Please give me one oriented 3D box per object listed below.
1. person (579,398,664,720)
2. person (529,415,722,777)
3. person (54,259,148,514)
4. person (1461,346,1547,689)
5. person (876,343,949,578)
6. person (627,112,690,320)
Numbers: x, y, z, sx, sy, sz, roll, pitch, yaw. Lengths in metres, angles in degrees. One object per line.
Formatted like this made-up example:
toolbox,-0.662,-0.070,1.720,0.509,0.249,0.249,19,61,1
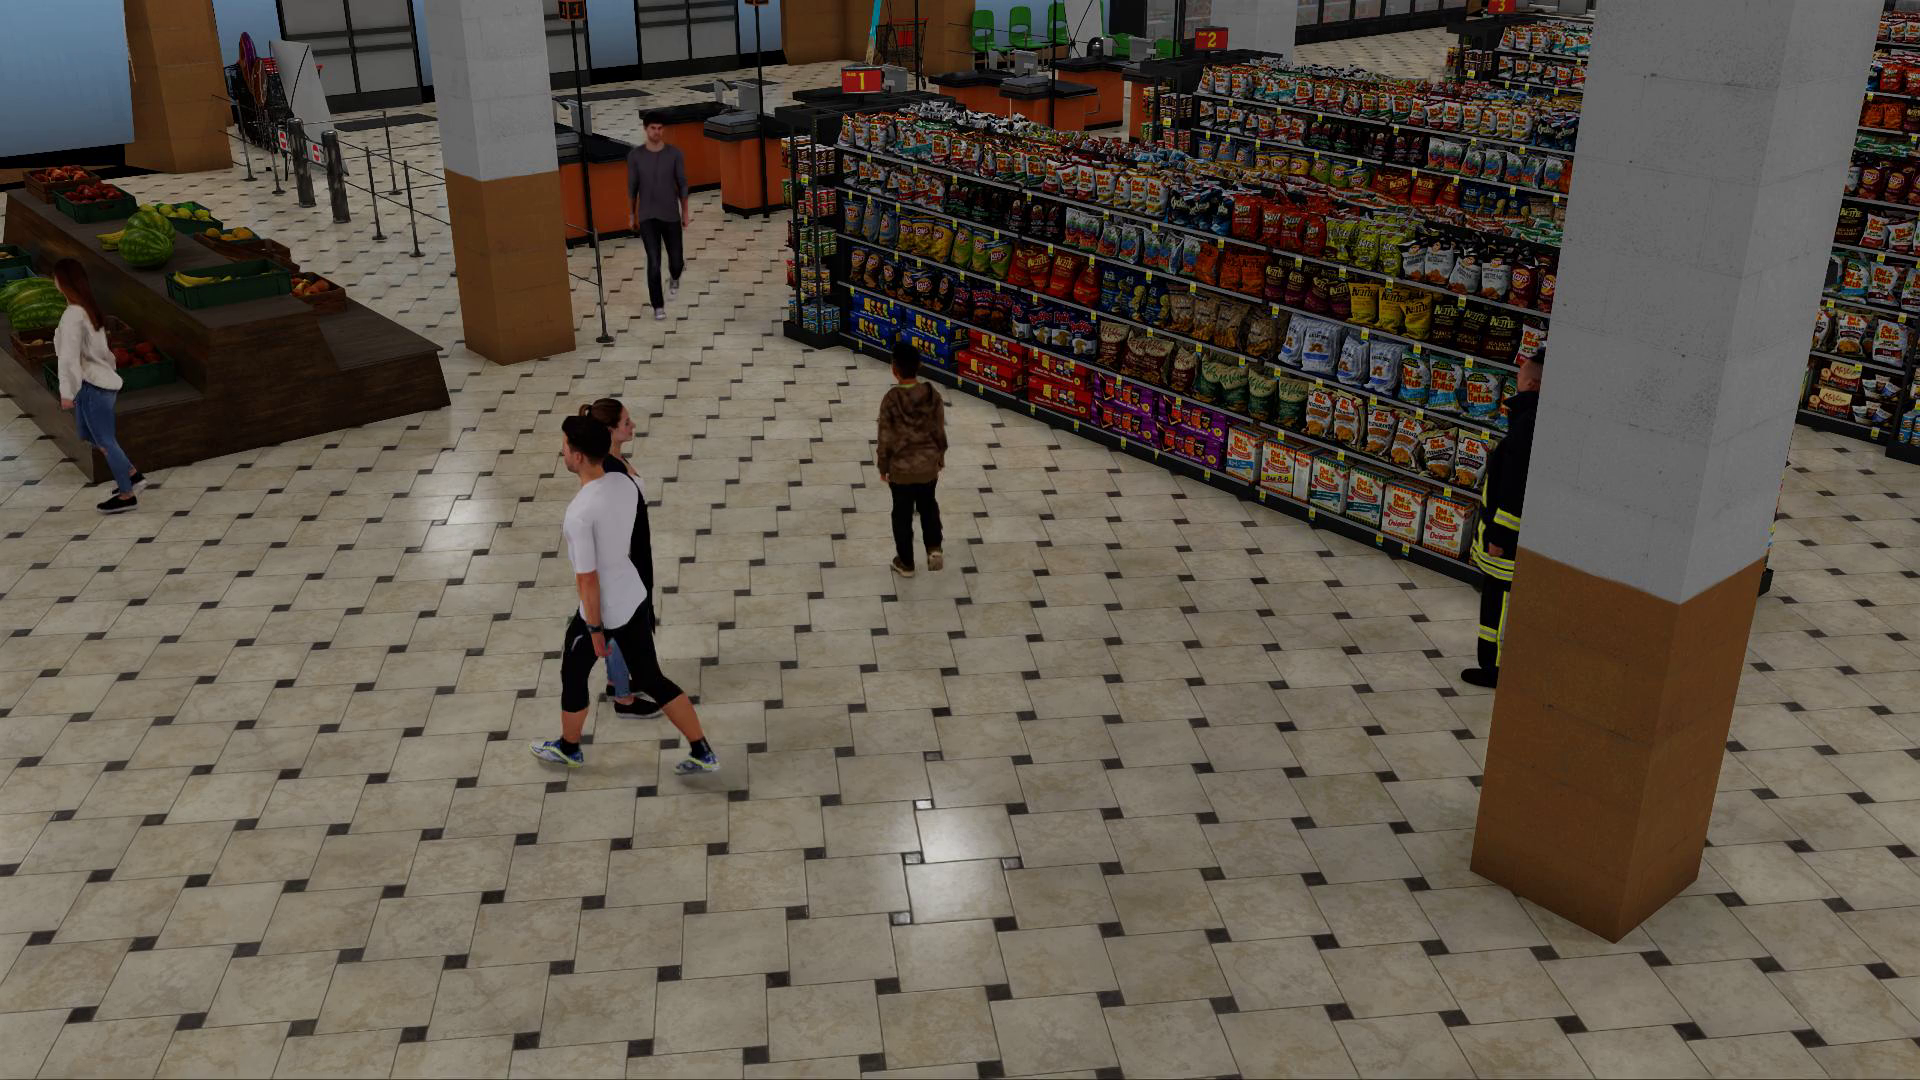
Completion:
person,-1.721,0.088,8.367,0.771,1.683,0.642,-7,25,-15
person,-1.513,0.334,7.650,1.336,1.808,1.048,10,25,21
person,-5.552,-0.993,10.848,0.798,1.675,0.653,-9,25,-19
person,2.912,-0.121,8.622,0.748,1.862,0.804,19,30,36
person,-0.256,-0.439,9.868,0.688,1.445,0.753,-8,25,-18
person,-2.749,-2.986,15.211,0.991,1.829,1.159,-5,24,-11
